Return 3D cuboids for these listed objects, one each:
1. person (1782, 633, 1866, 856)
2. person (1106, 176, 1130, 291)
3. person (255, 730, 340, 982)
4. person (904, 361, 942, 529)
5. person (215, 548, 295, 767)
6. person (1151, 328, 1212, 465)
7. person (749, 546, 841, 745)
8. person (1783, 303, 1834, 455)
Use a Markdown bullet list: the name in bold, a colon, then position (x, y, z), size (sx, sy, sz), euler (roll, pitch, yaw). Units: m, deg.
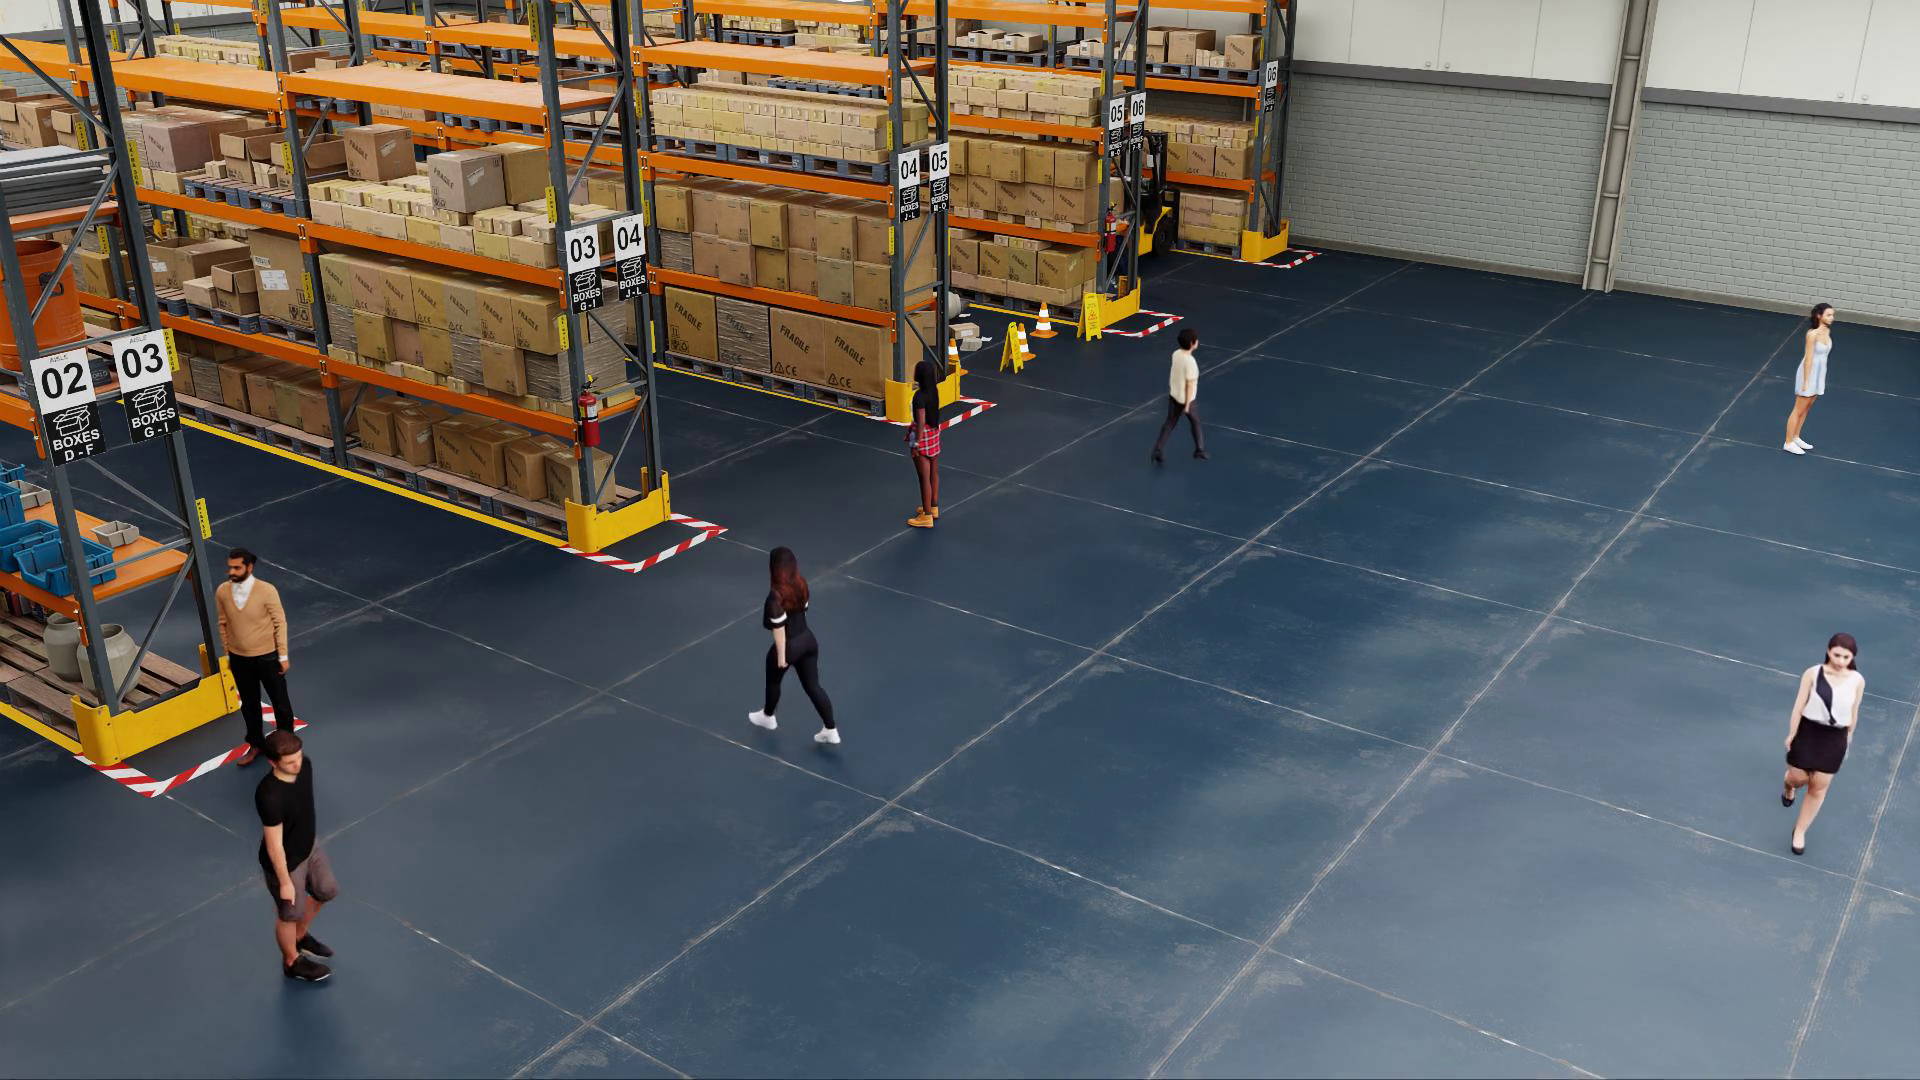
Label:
- **person**: position (5.928, 1.362, 11.482), size (0.820, 1.637, 0.759), euler (7, 24, 16)
- **person**: position (2.508, -4.692, 25.564), size (0.835, 1.757, 0.673), euler (21, 30, 40)
- **person**: position (-4.087, 1.879, 10.031), size (0.914, 1.820, 0.863), euler (0, 23, 1)
- **person**: position (-0.348, -0.992, 16.899), size (0.686, 1.729, 0.676), euler (7, 24, 17)
- **person**: position (-5.282, 0.866, 12.499), size (0.709, 1.754, 0.813), euler (1, 23, 3)
- **person**: position (2.407, -1.555, 18.451), size (0.926, 1.551, 1.017), euler (-12, 26, -26)
- **person**: position (-1.217, 0.853, 12.734), size (1.097, 1.593, 0.599), euler (16, 28, 33)
- **person**: position (9.675, -1.856, 18.931), size (0.631, 1.730, 0.597), euler (-20, 30, -38)
